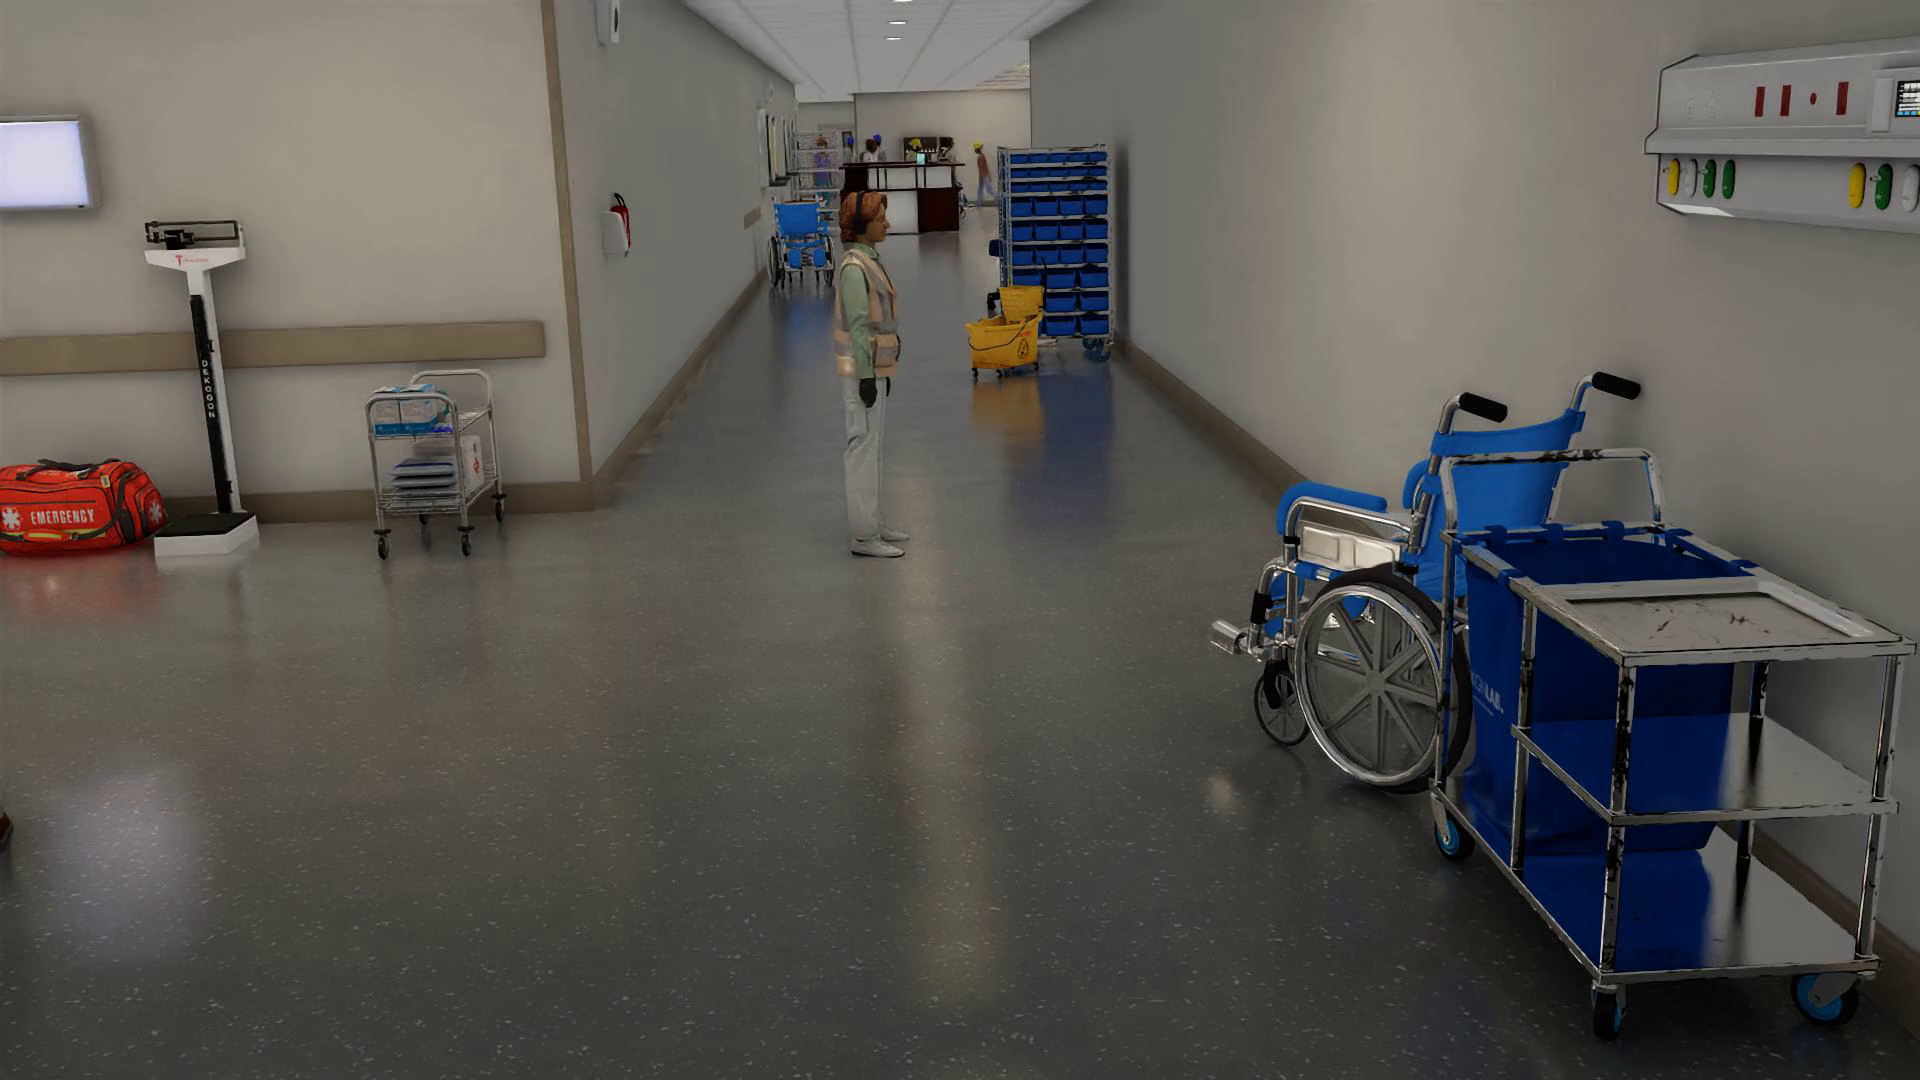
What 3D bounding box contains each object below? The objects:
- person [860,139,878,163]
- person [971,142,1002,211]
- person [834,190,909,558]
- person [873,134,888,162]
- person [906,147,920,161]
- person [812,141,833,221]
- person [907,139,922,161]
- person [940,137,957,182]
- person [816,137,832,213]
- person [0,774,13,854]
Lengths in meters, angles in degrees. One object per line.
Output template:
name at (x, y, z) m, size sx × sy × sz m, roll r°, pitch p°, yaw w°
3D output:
person at (-2.207, -8.936, 40.988) m, size 0.430 × 1.845 × 0.624 m, roll 5°, pitch 15°, yaw 25°
person at (0.696, -9.102, 41.612) m, size 0.865 × 1.716 × 0.547 m, roll 1°, pitch 14°, yaw 10°
person at (-0.414, -0.747, 7.539) m, size 0.308 × 1.641 × 0.514 m, roll -1°, pitch 14°, yaw 4°
person at (-2.083, -9.367, 42.514) m, size 0.605 × 1.951 × 0.381 m, roll 8°, pitch 17°, yaw 35°
person at (-1.073, -9.098, 41.678) m, size 0.533 × 1.765 × 0.331 m, roll 0°, pitch 14°, yaw 5°
person at (-3.233, -8.386, 38.879) m, size 0.403 × 1.827 × 0.588 m, roll 9°, pitch 17°, yaw 38°
person at (-1.056, -8.586, 39.453) m, size 0.403 × 1.823 × 0.588 m, roll -4°, pitch 14°, yaw -11°
person at (-0.245, -8.492, 38.916) m, size 0.344 × 1.846 × 0.506 m, roll -11°, pitch 16°, yaw -34°
person at (-3.560, -9.344, 42.657) m, size 0.468 × 1.923 × 0.551 m, roll -4°, pitch 14°, yaw -9°
person at (-2.870, -0.047, 4.333) m, size 0.630 × 1.940 × 0.373 m, roll -13°, pitch 18°, yaw -40°
